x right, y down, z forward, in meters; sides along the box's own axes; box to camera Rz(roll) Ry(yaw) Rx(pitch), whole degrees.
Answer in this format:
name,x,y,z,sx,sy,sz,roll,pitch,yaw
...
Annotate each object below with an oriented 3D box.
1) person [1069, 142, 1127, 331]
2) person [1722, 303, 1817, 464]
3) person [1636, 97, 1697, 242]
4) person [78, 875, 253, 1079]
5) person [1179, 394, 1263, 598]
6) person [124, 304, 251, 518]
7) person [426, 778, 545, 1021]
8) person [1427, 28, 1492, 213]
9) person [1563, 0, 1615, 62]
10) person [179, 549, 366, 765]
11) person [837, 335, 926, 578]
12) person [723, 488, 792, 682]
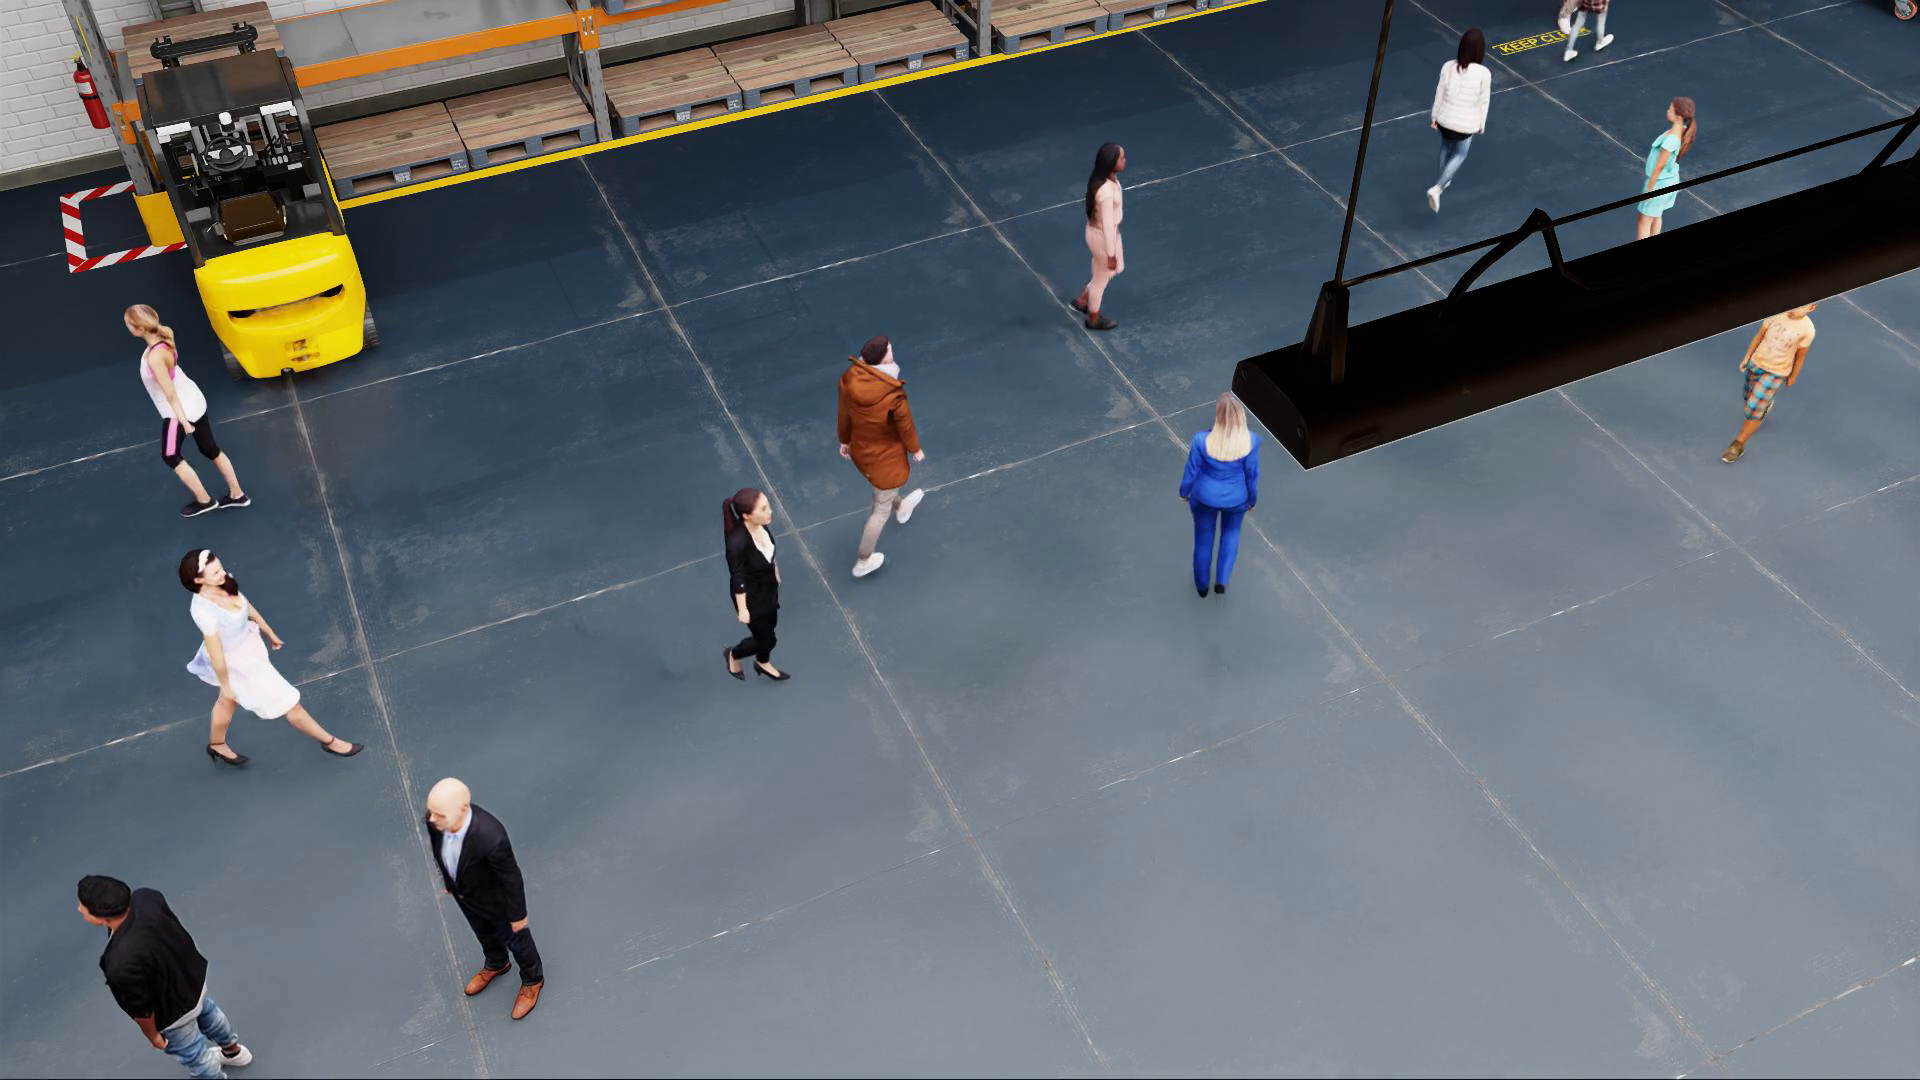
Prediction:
name,x,y,z,sx,sy,sz,roll,pitch,yaw
person,1.043,-2.356,13.064,0.811,1.713,0.775,2,44,2
person,5.941,-1.281,12.135,0.976,1.438,0.655,-28,50,-26
person,5.822,-2.963,13.814,0.673,1.557,0.560,32,52,29
person,-3.896,2.210,8.203,0.738,1.807,0.772,-2,44,-2
person,1.696,-0.212,10.828,0.671,1.693,0.798,2,44,2
person,-5.269,-0.900,11.494,0.796,1.769,0.735,-3,44,-3
person,-2.465,1.816,8.622,0.762,1.800,0.787,21,47,21
person,4.313,-3.629,14.467,0.880,1.621,1.032,26,50,25
person,6.278,-5.377,16.554,0.918,1.274,0.670,-29,51,-27
person,-4.308,0.749,9.770,1.243,1.760,0.888,-4,44,-4
person,-0.583,-0.511,11.073,0.990,1.787,1.223,32,52,29
person,-1.342,0.315,10.309,0.838,1.646,0.778,12,45,13
